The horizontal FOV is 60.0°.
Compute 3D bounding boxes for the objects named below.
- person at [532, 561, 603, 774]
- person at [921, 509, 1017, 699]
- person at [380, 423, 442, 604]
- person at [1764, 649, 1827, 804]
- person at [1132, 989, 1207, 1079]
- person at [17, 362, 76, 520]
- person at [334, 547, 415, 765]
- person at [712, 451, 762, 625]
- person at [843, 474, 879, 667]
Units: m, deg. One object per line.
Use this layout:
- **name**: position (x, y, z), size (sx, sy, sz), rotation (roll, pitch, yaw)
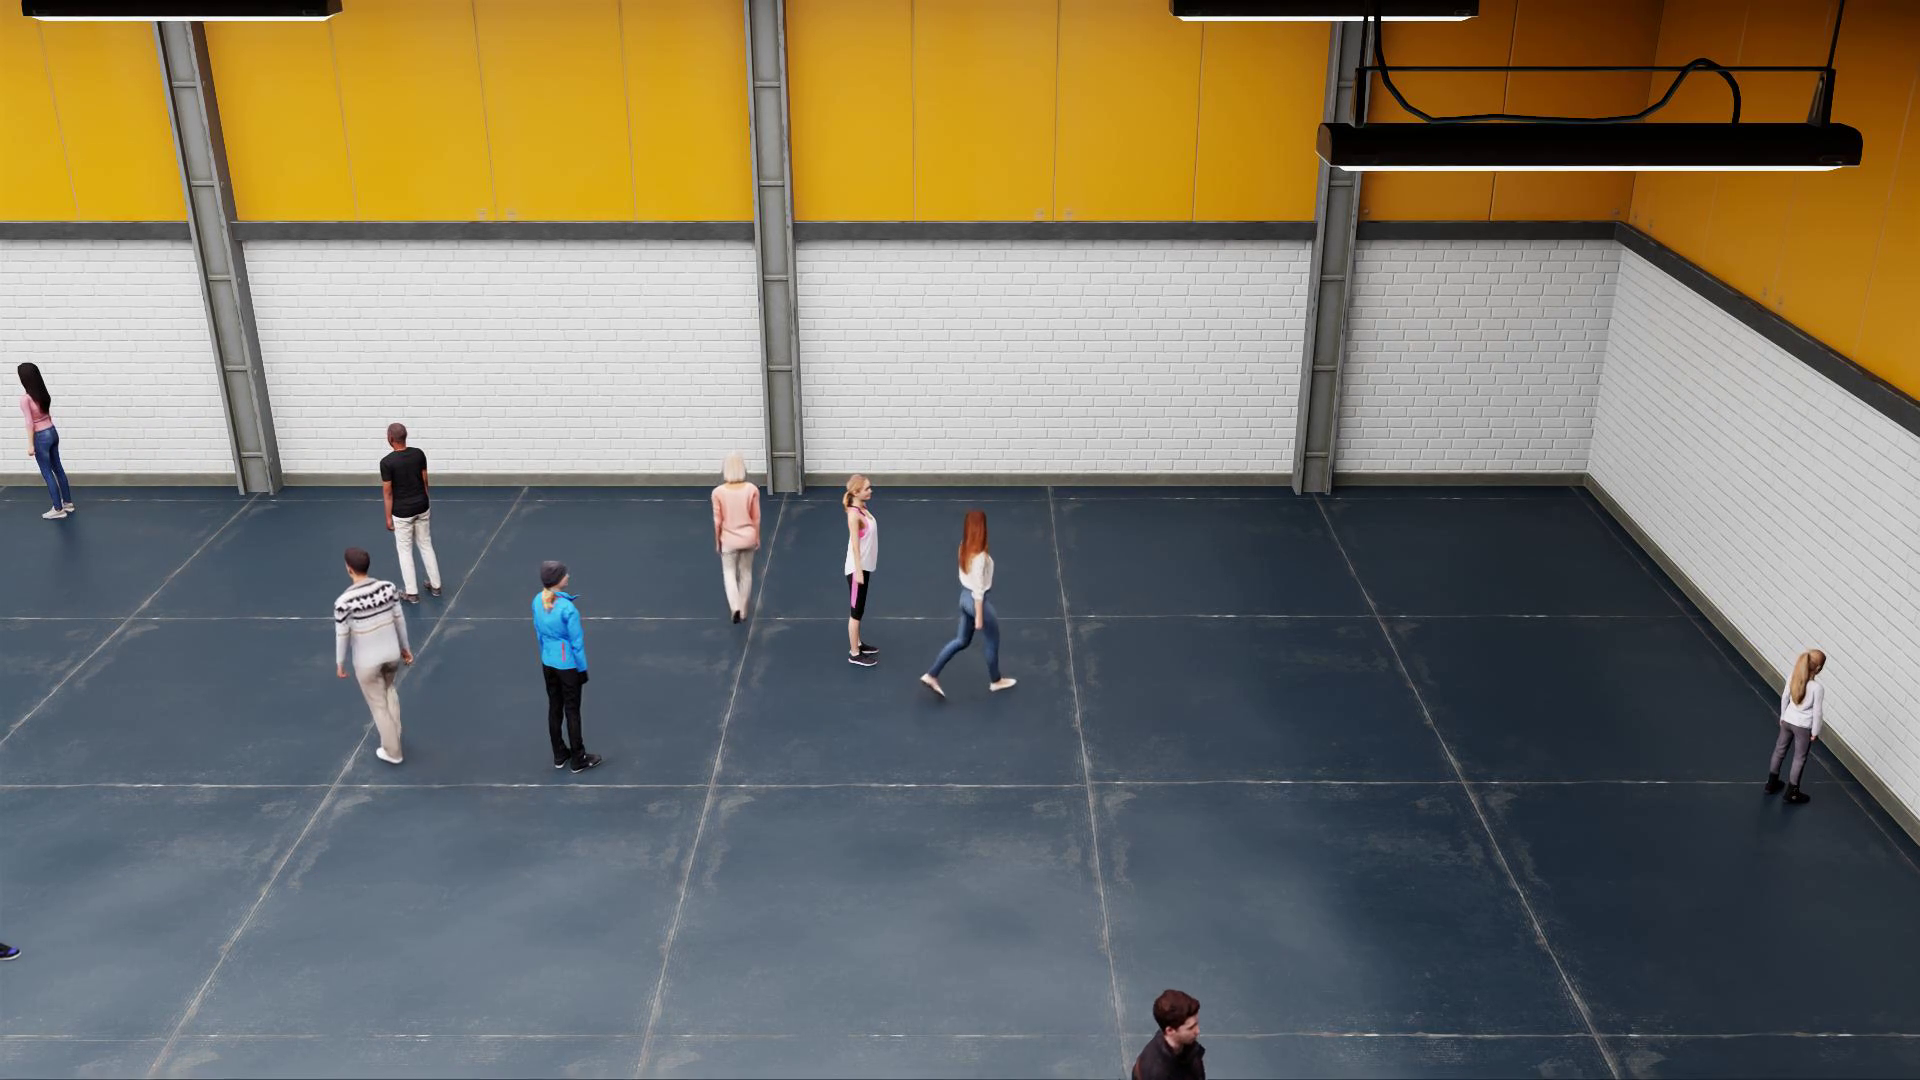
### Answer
- **person**: position (-3.153, 0.998, 13.159), size (0.646, 1.801, 0.751), rotation (15, 28, 30)
- **person**: position (0.039, 0.577, 14.257), size (1.175, 1.693, 0.847), rotation (-8, 25, -17)
- **person**: position (-5.313, -0.269, 16.056), size (0.787, 1.803, 0.749), rotation (17, 29, 34)
- **person**: position (6.470, 1.420, 12.845), size (0.604, 1.280, 0.567), rotation (-11, 26, -23)
- **person**: position (0.953, 3.047, 8.341), size (1.091, 1.906, 0.982), rotation (14, 27, 29)
- **person**: position (-9.928, -1.094, 18.018), size (0.527, 1.742, 0.581), rotation (2, 24, 4)
- **person**: position (-4.595, 0.952, 13.213), size (0.959, 1.843, 0.903), rotation (18, 30, 36)
- **person**: position (-2.066, 0.015, 15.521), size (0.840, 1.711, 0.757), rotation (-4, 24, -10)
- **person**: position (-0.911, 0.252, 14.885), size (0.534, 1.787, 0.619), rotation (2, 24, 4)
